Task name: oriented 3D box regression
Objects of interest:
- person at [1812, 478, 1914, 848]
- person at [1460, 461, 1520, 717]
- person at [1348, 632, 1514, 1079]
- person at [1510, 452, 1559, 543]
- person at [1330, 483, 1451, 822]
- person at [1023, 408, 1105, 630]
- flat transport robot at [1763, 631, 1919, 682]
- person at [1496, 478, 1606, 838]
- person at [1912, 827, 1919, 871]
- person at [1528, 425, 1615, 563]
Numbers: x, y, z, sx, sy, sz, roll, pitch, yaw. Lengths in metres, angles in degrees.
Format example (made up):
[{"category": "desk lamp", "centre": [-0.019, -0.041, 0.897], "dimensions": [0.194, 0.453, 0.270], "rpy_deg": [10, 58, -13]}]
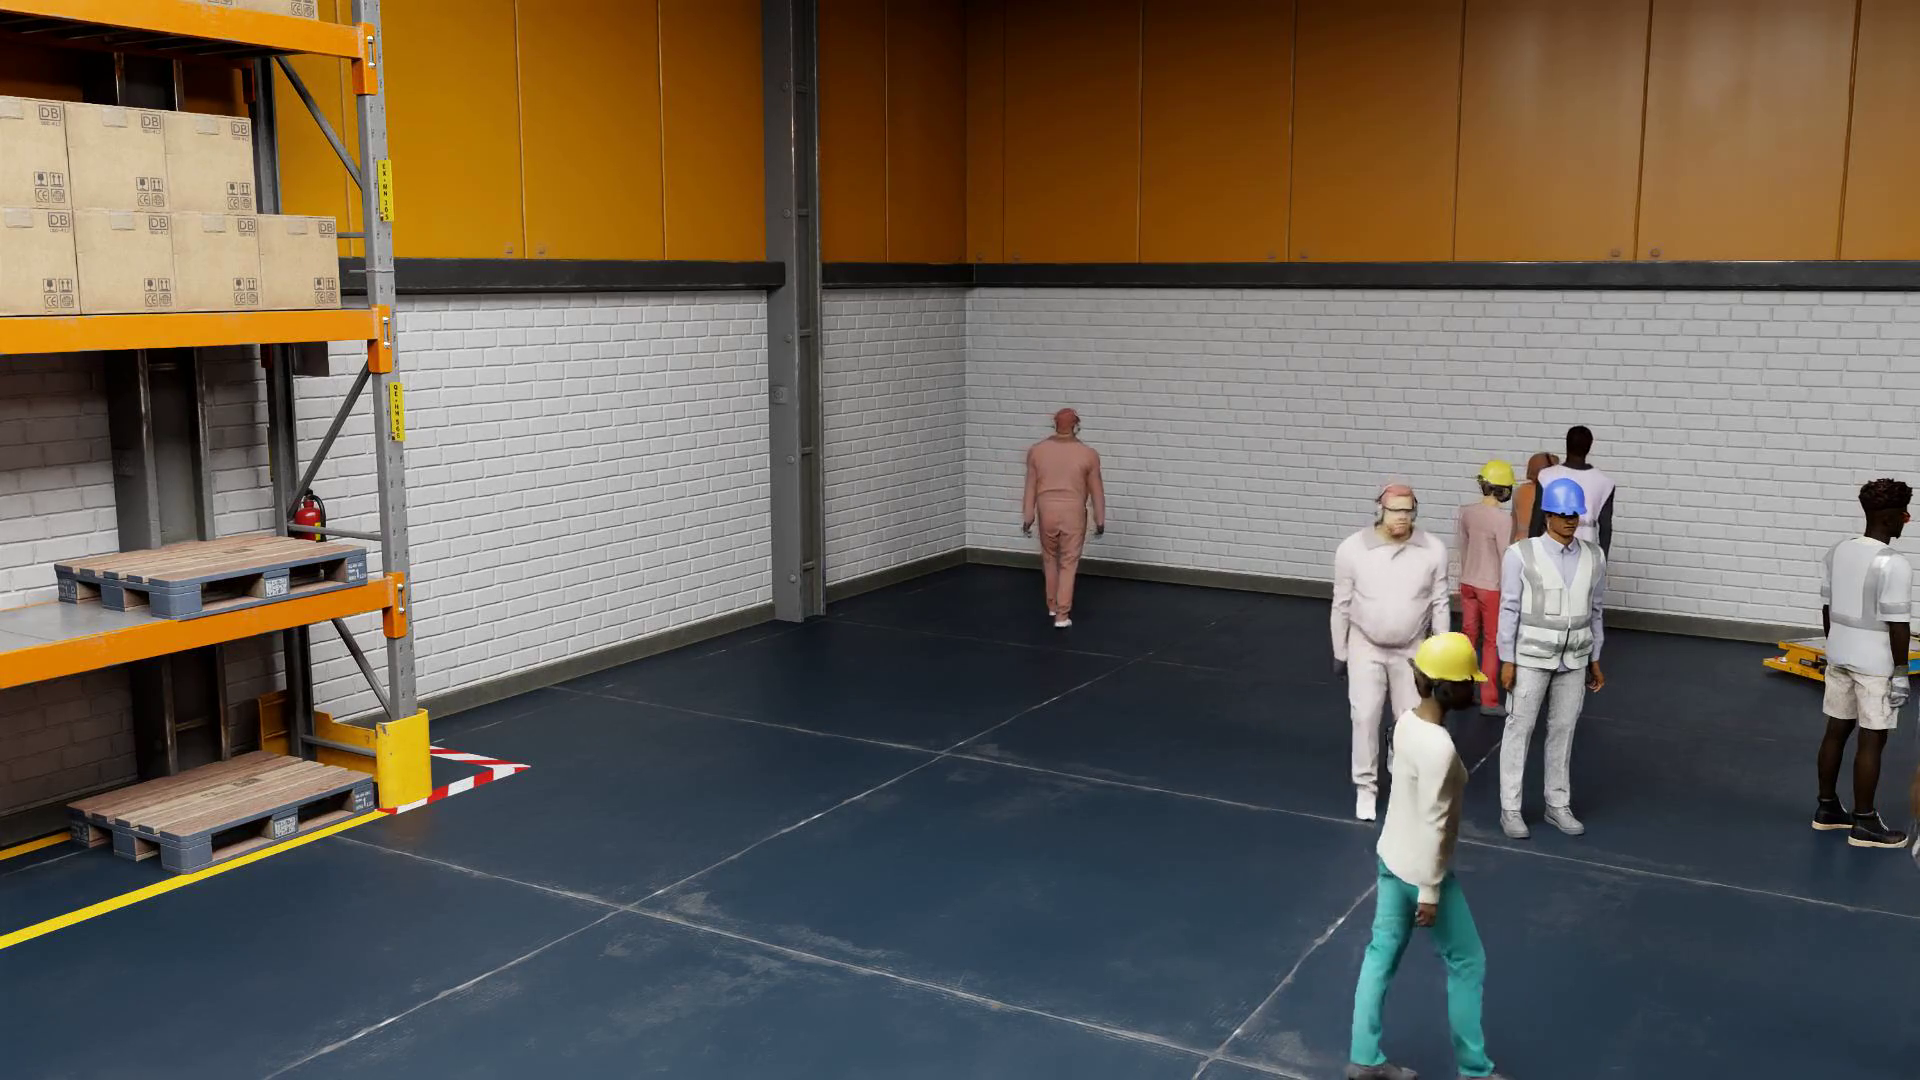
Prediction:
[{"category": "person", "centre": [4.829, 0.641, 8.851], "dimensions": [0.366, 1.965, 0.607], "rpy_deg": [-2, 9, -10]}, {"category": "person", "centre": [3.635, 0.336, 11.448], "dimensions": [0.332, 1.765, 0.549], "rpy_deg": [-3, 10, -19]}, {"category": "person", "centre": [1.798, 1.192, 6.097], "dimensions": [0.760, 1.736, 0.545], "rpy_deg": [0, 9, -1]}, {"category": "person", "centre": [4.527, 0.125, 13.092], "dimensions": [0.313, 1.639, 0.522], "rpy_deg": [-5, 10, -26]}, {"category": "person", "centre": [2.421, 0.595, 9.409], "dimensions": [0.659, 1.885, 0.715], "rpy_deg": [1, 9, 7]}, {"category": "person", "centre": [0.930, -0.201, 14.368], "dimensions": [0.684, 1.875, 0.840], "rpy_deg": [3, 10, 18]}, {"category": "flat transport robot", "centre": [6.907, 0.882, 12.621], "dimensions": [1.431, 0.197, 0.652], "rpy_deg": [-3, 10, -20]}, {"category": "person", "centre": [3.183, 0.632, 8.962], "dimensions": [0.602, 1.949, 0.391], "rpy_deg": [-1, 9, -9]}, {"category": "person", "centre": [3.986, 1.123, 6.261], "dimensions": [0.830, 1.840, 0.515], "rpy_deg": [-4, 10, -25]}, {"category": "person", "centre": [4.585, 0.085, 12.526], "dimensions": [0.635, 1.900, 0.674], "rpy_deg": [0, 9, -1]}]
